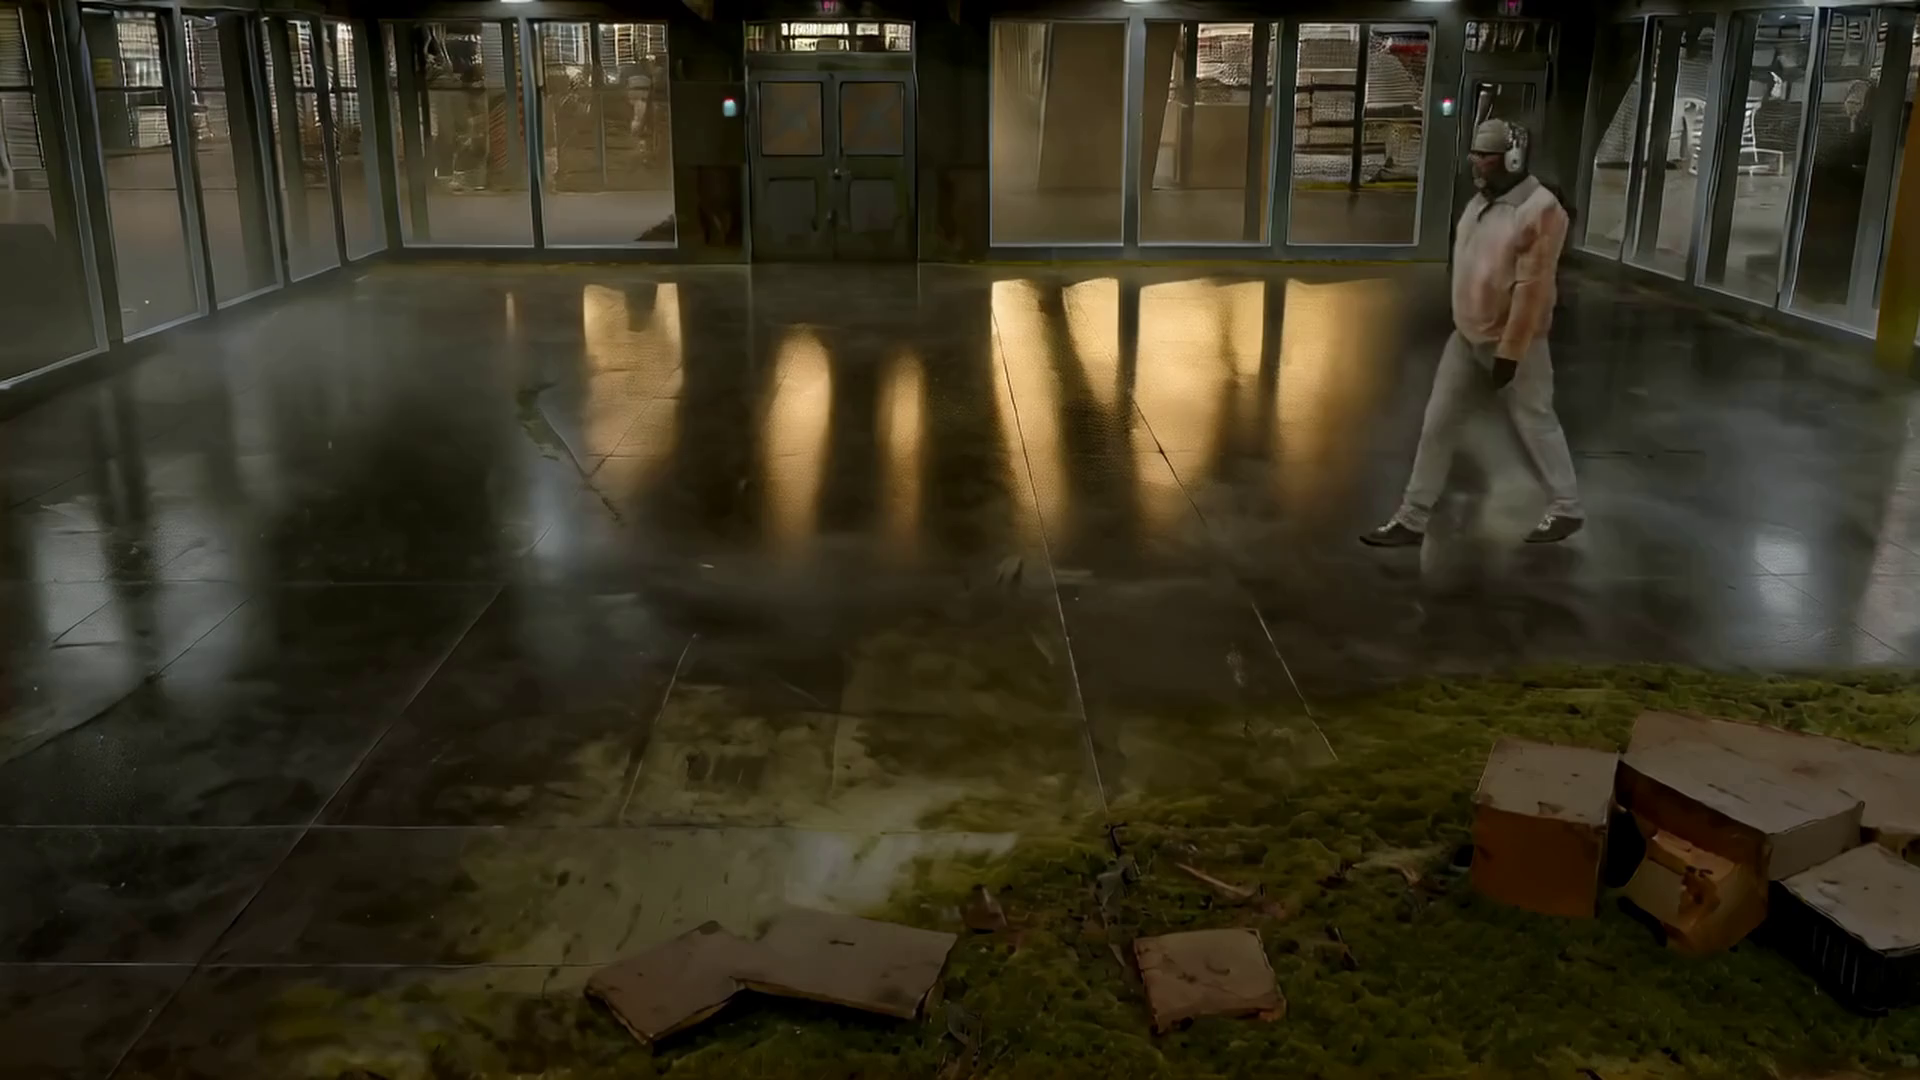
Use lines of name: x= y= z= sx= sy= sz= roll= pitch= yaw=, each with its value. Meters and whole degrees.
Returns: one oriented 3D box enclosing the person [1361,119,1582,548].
person: x=2.324 y=-0.857 z=7.149 sx=1.042 sy=1.854 sz=0.635 roll=-7 pitch=18 yaw=-22
